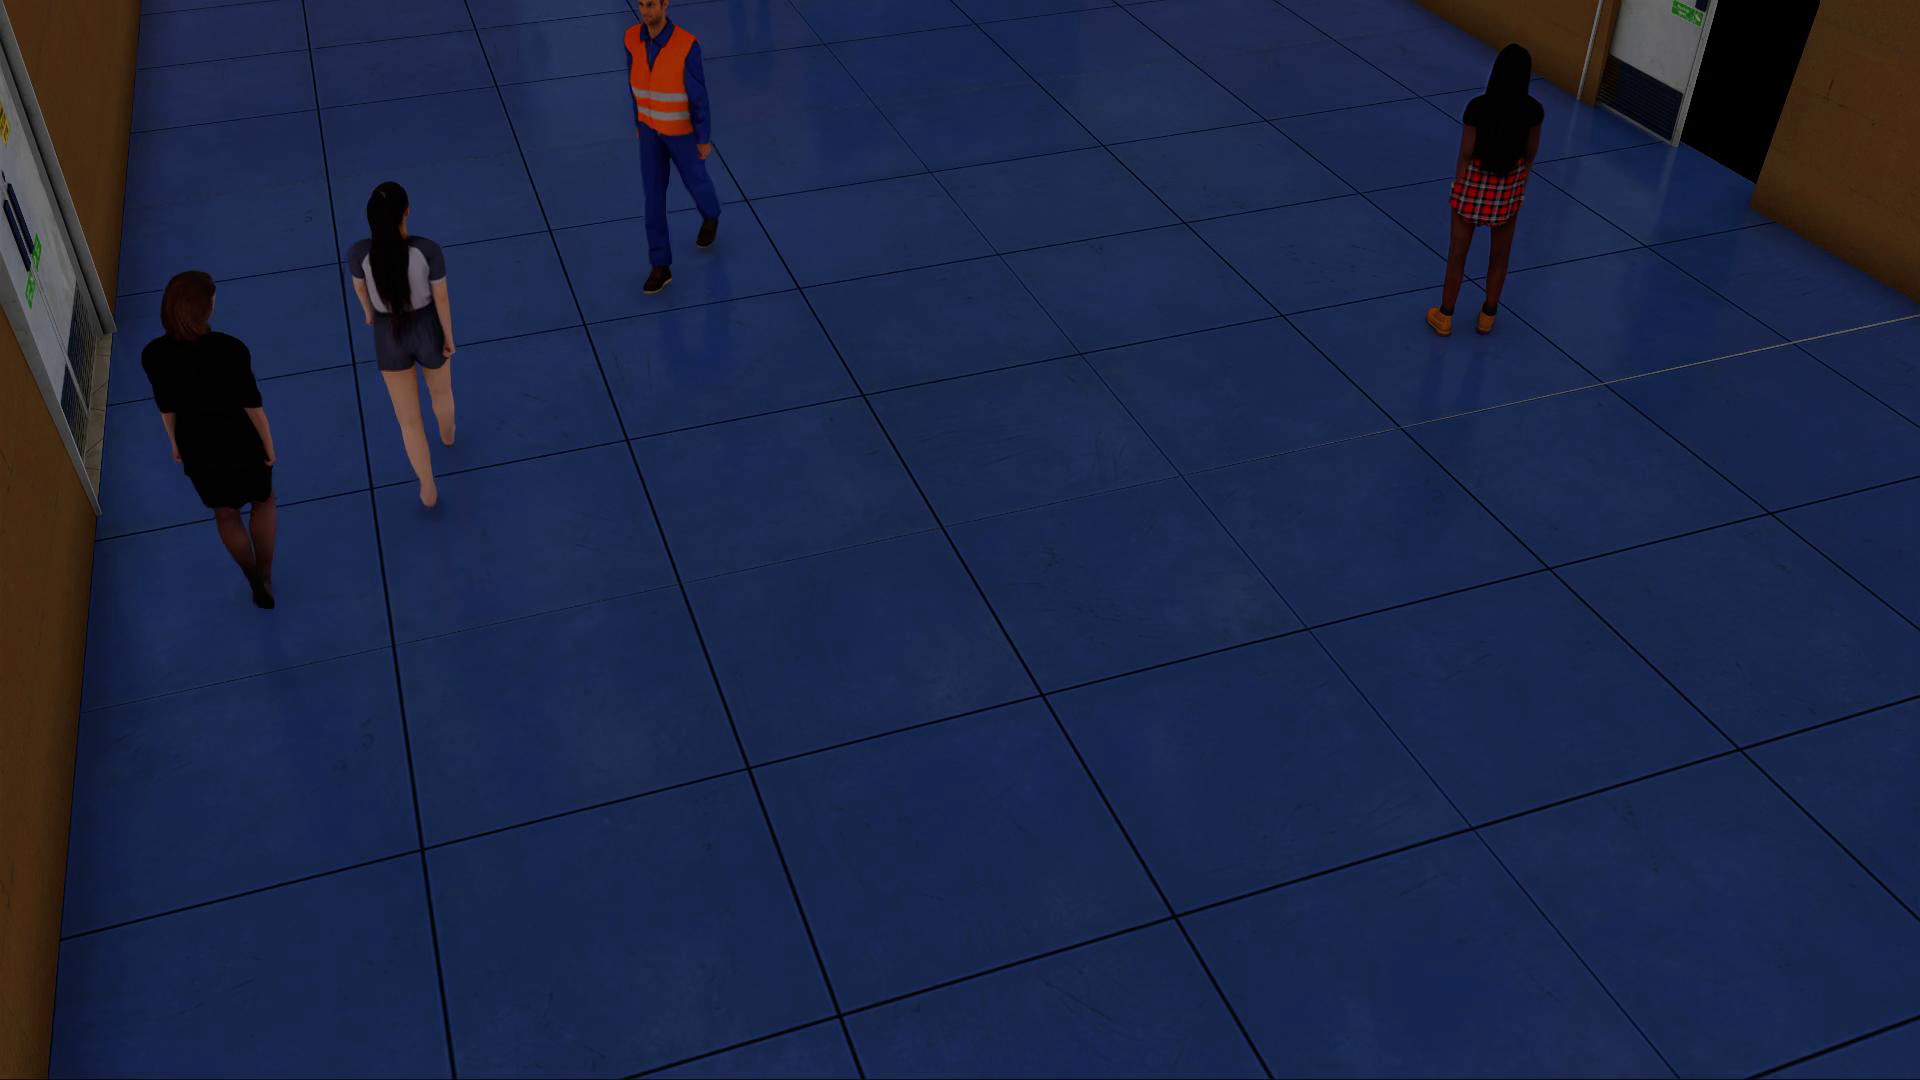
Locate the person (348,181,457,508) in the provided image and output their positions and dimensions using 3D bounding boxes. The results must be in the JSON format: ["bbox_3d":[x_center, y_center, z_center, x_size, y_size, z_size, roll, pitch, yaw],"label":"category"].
[{"bbox_3d":[-2.687,-0.906,8.140,1.005,1.599,0.703,-10,38,-13],"label":"person"}]

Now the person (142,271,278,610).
[{"bbox_3d":[-3.231,-0.346,7.308,0.703,1.684,0.679,-12,39,-16],"label":"person"}]

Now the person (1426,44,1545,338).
[{"bbox_3d":[2.999,-1.965,9.442,0.643,1.729,0.749,0,37,0],"label":"person"}]

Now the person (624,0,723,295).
[{"bbox_3d":[-1.710,-2.499,10.075,1.256,1.823,1.201,9,38,12],"label":"person"}]
